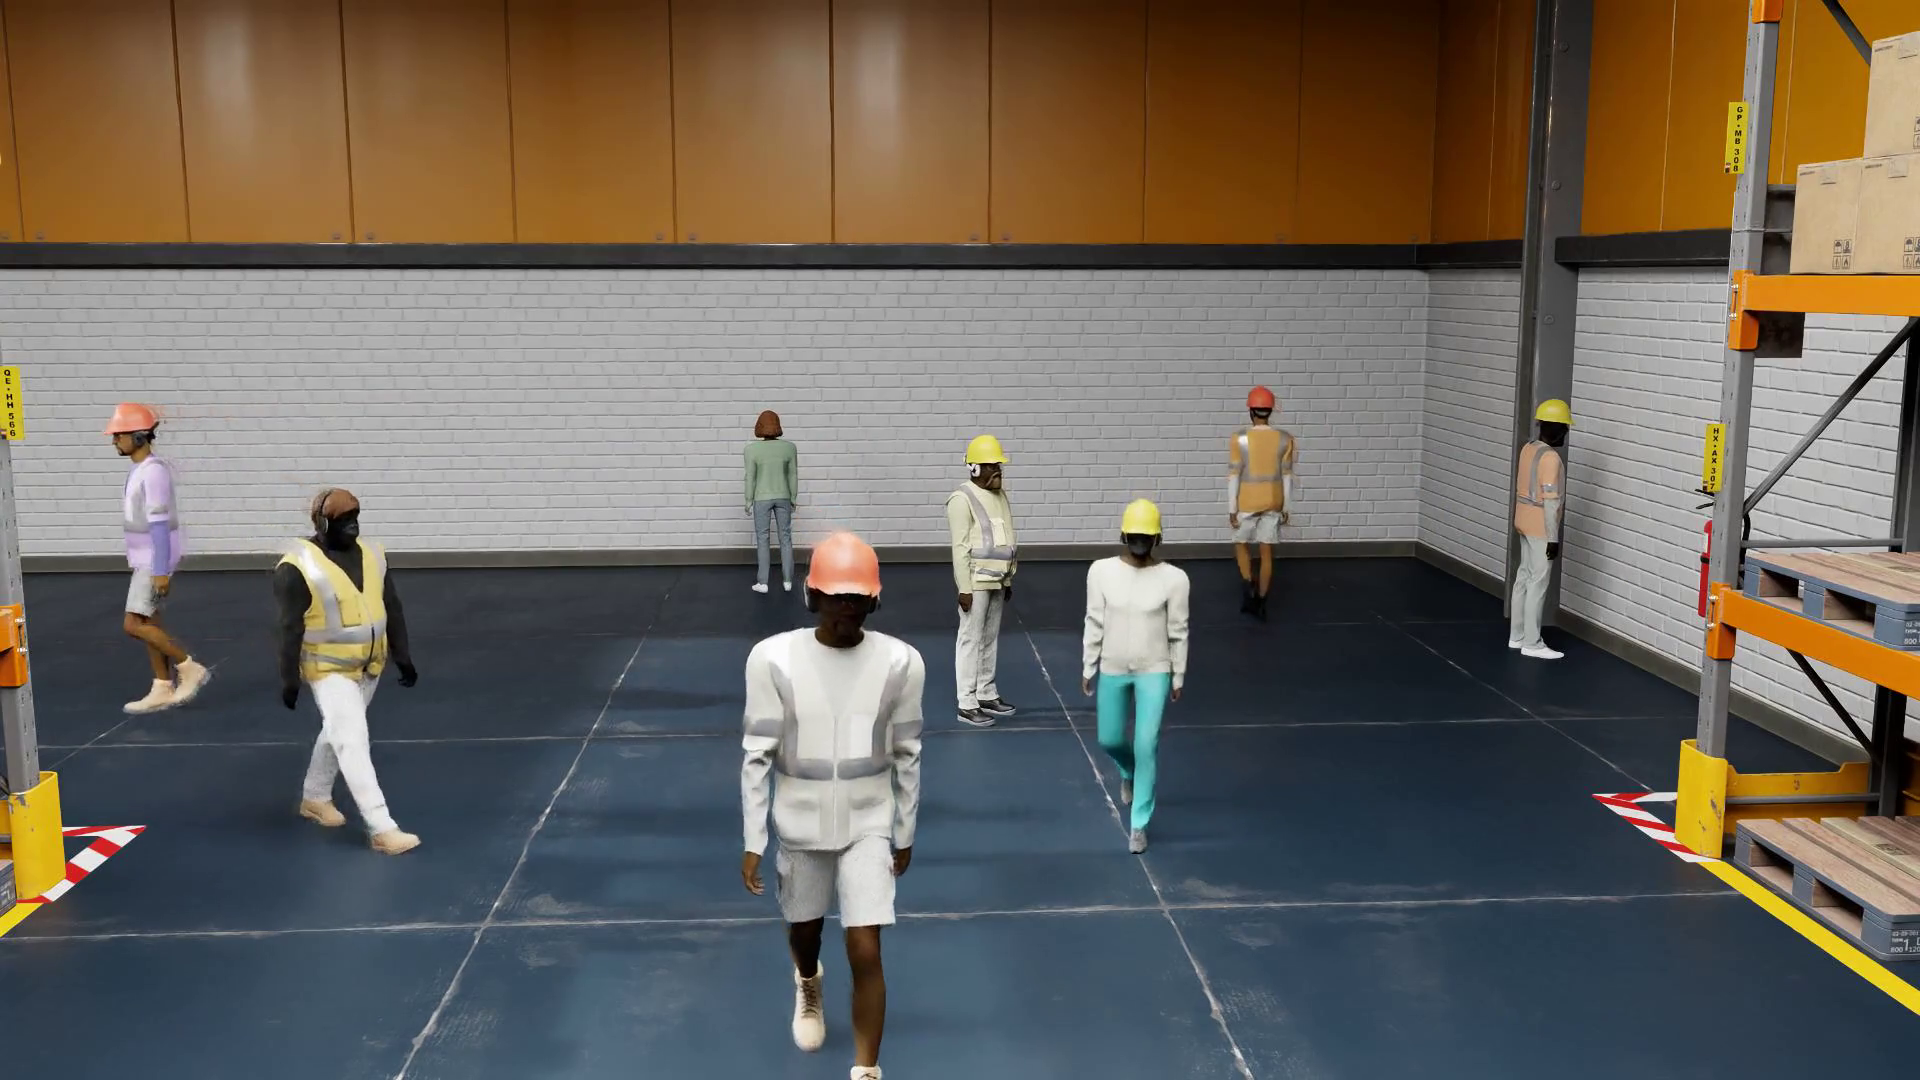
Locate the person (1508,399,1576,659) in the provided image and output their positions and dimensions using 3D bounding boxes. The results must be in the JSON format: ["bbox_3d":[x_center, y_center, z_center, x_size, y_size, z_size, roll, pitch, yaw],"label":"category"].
[{"bbox_3d":[4.329,-0.087,12.368,0.376,1.922,0.593,0,9,-1],"label":"person"}]

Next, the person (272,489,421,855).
[{"bbox_3d":[-3.073,0.628,8.314,0.963,1.797,0.627,4,10,26],"label":"person"}]

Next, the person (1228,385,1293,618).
[{"bbox_3d":[2.472,-0.306,13.719,0.543,1.926,0.463,0,9,0],"label":"person"}]

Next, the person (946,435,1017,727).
[{"bbox_3d":[0.157,0.247,10.559,0.404,1.833,0.590,5,10,29],"label":"person"}]

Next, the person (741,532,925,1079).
[{"bbox_3d":[-0.432,0.939,5.707,0.619,2.008,1.005,-1,9,-6],"label":"person"}]

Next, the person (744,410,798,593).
[{"bbox_3d":[-1.690,-0.345,14.888,0.499,1.636,0.286,-4,10,-24],"label":"person"}]

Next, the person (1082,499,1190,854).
[{"bbox_3d":[0.895,0.636,8.363,0.525,1.744,0.656,3,9,17],"label":"person"}]

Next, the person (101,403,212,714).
[{"bbox_3d":[-5.214,0.129,10.692,0.454,2.025,0.637,-6,11,-34],"label":"person"}]
